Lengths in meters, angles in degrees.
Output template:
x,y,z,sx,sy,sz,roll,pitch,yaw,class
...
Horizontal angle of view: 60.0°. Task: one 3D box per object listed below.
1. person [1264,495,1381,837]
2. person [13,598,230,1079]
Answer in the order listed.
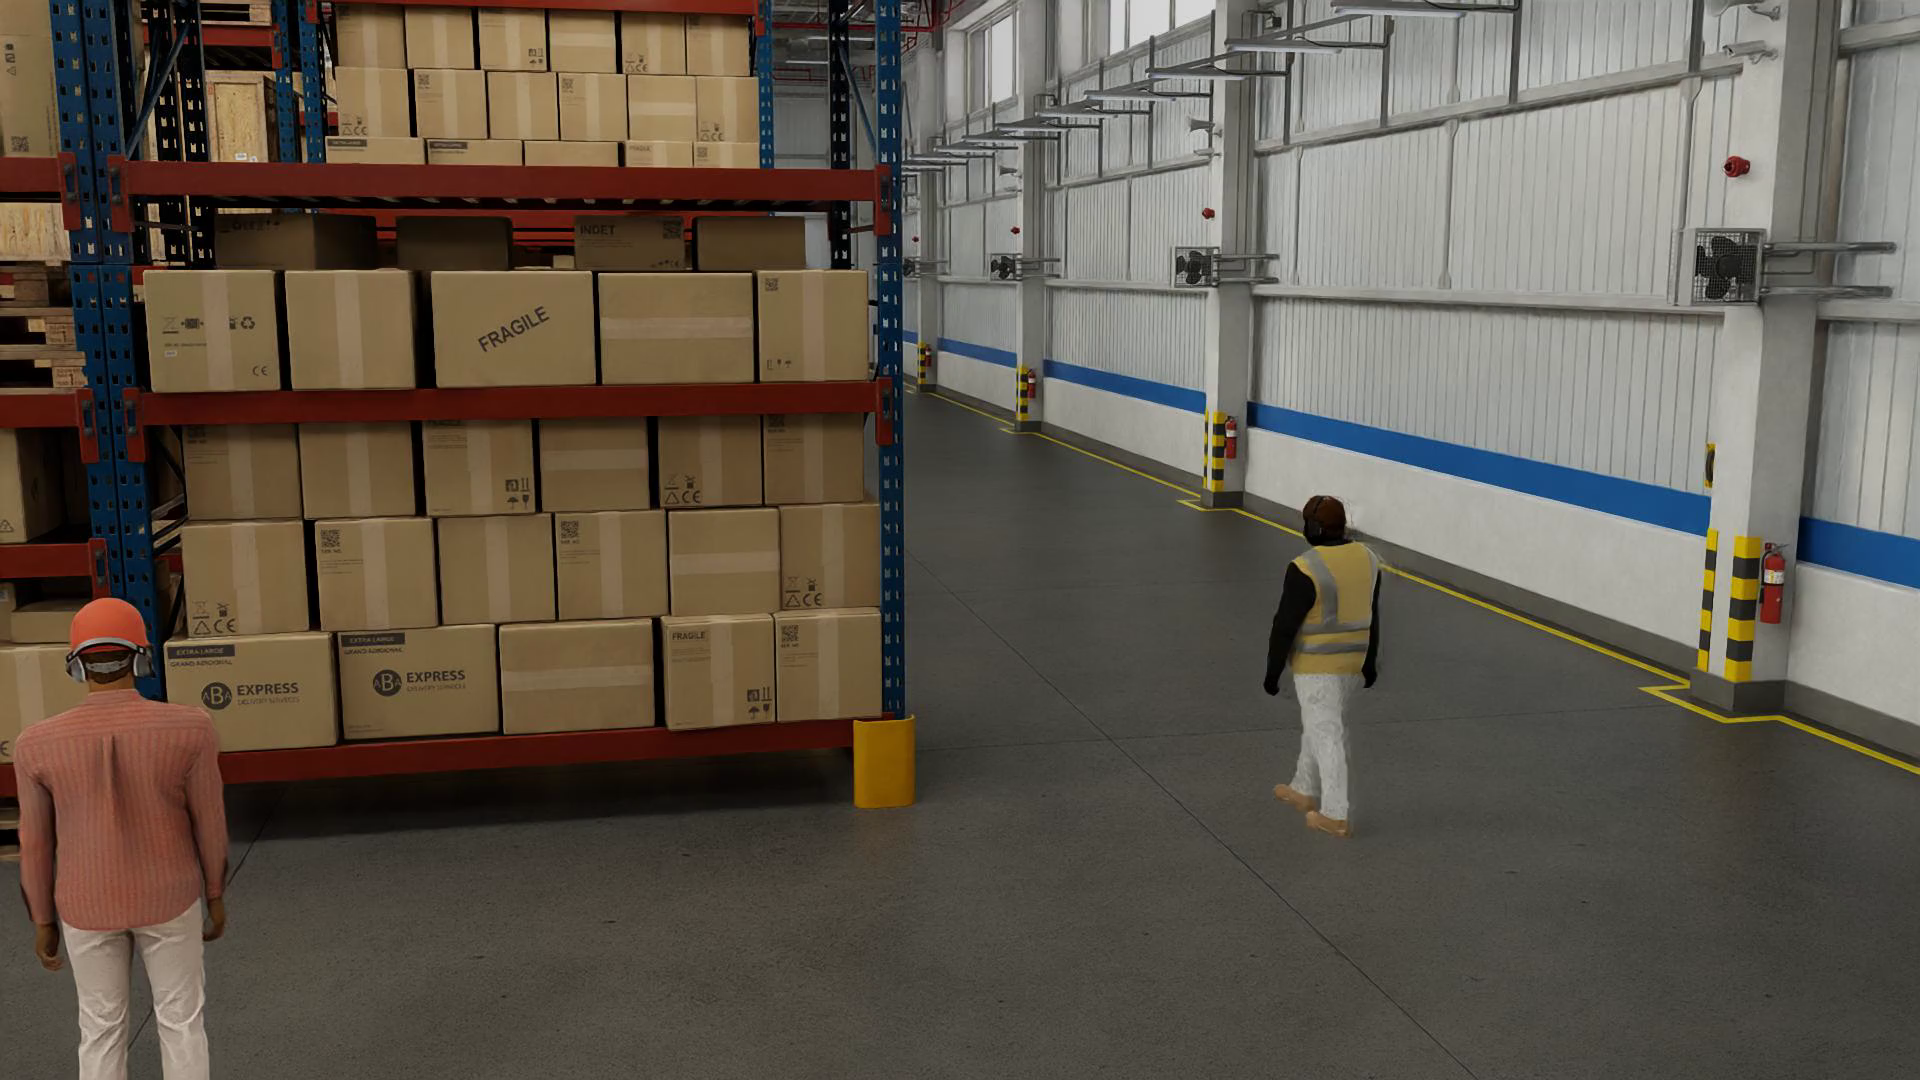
x,y,z,sx,sy,sz,roll,pitch,yaw,class
1.881,0.654,9.037,0.661,1.814,0.784,-7,12,-36,person
-2.709,1.170,5.441,0.613,1.976,0.434,-3,10,-17,person
